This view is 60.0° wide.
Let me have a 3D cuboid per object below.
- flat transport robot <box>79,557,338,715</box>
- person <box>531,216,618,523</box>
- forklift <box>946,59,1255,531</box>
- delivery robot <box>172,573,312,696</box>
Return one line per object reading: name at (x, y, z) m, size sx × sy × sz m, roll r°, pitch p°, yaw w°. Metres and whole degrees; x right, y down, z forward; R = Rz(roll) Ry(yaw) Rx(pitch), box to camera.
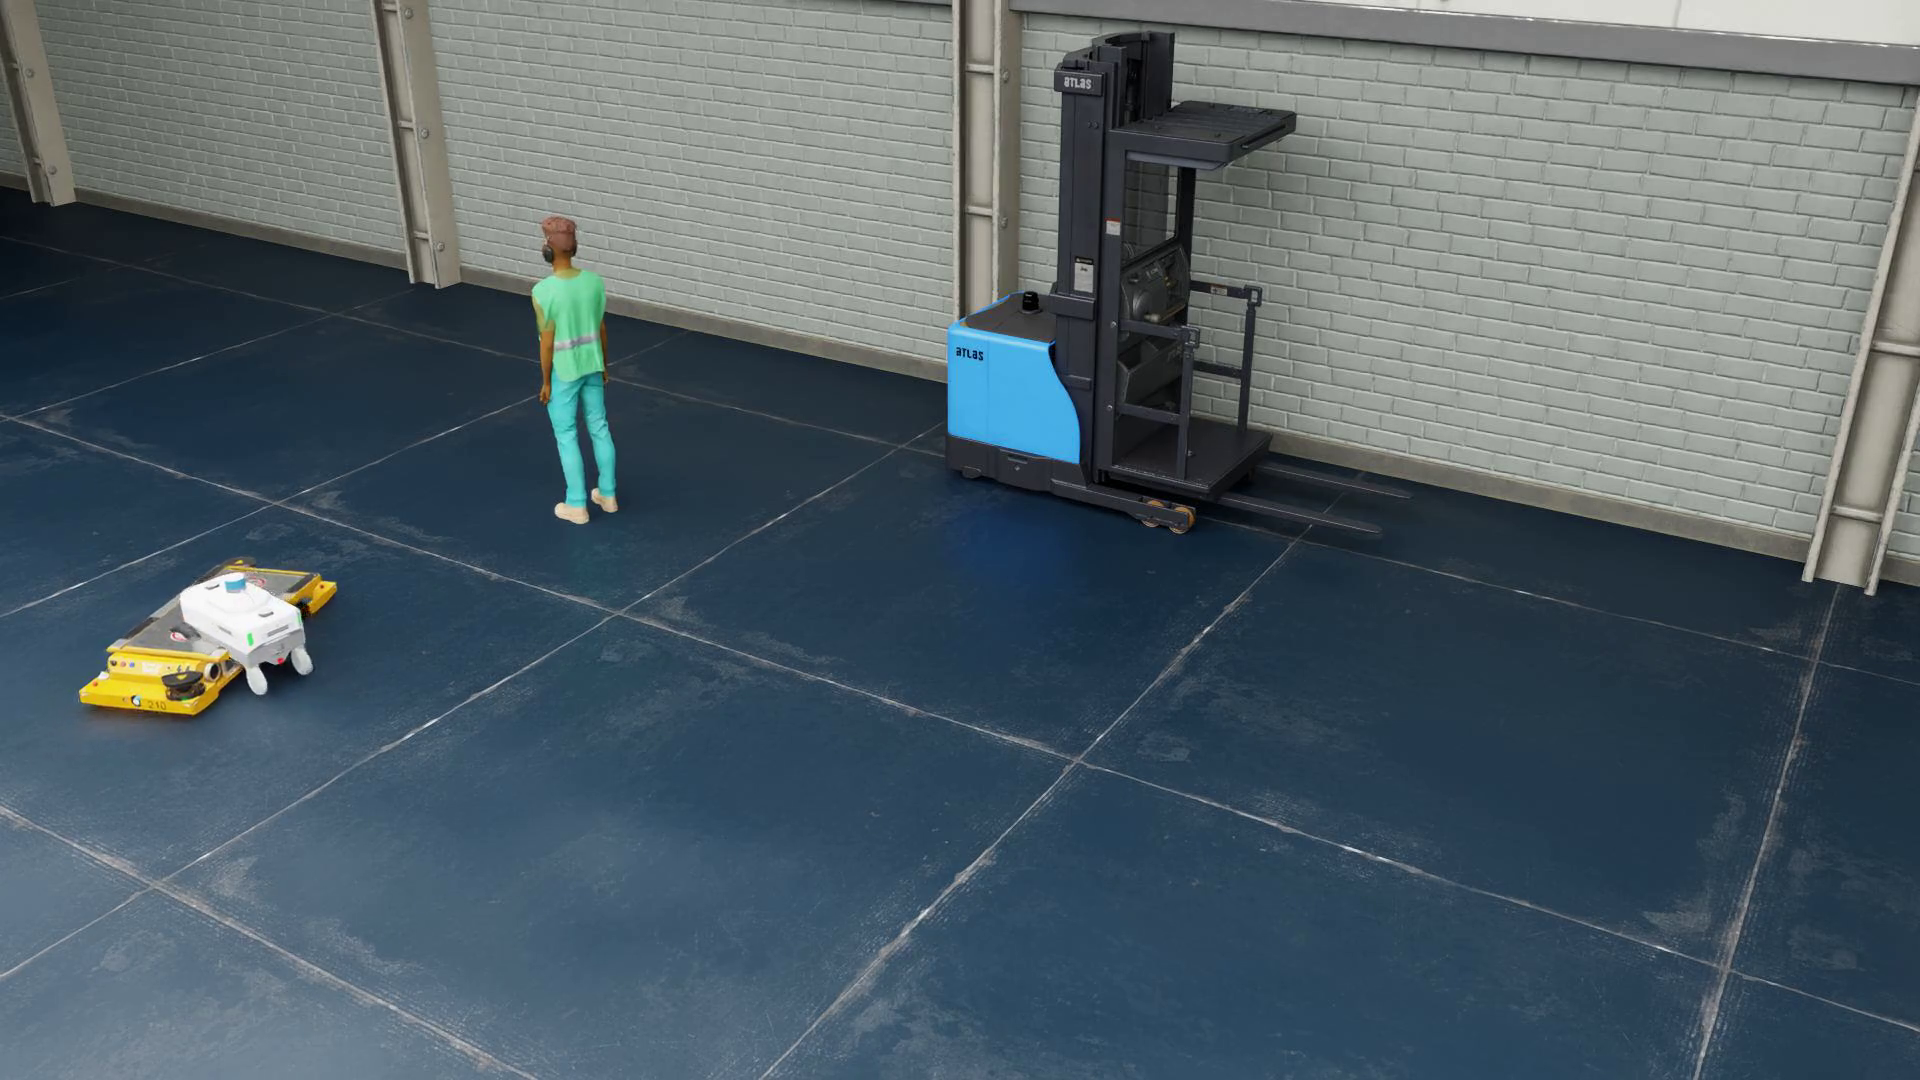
flat transport robot at (-4.114, 0.507, 9.186) m, size 0.659 × 0.231 × 1.431 m, roll 5°, pitch 26°, yaw 9°
person at (-2.431, -1.064, 10.517) m, size 0.500 × 1.976 × 0.404 m, roll -23°, pitch 34°, yaw -39°
forklift at (0.933, -1.707, 10.833) m, size 1.873 × 2.768 × 1.129 m, roll 15°, pitch 29°, yaw 28°
delivery robot at (-3.866, 0.462, 8.955) m, size 0.795 × 0.602 × 0.499 m, roll 18°, pitch 31°, yaw 33°
